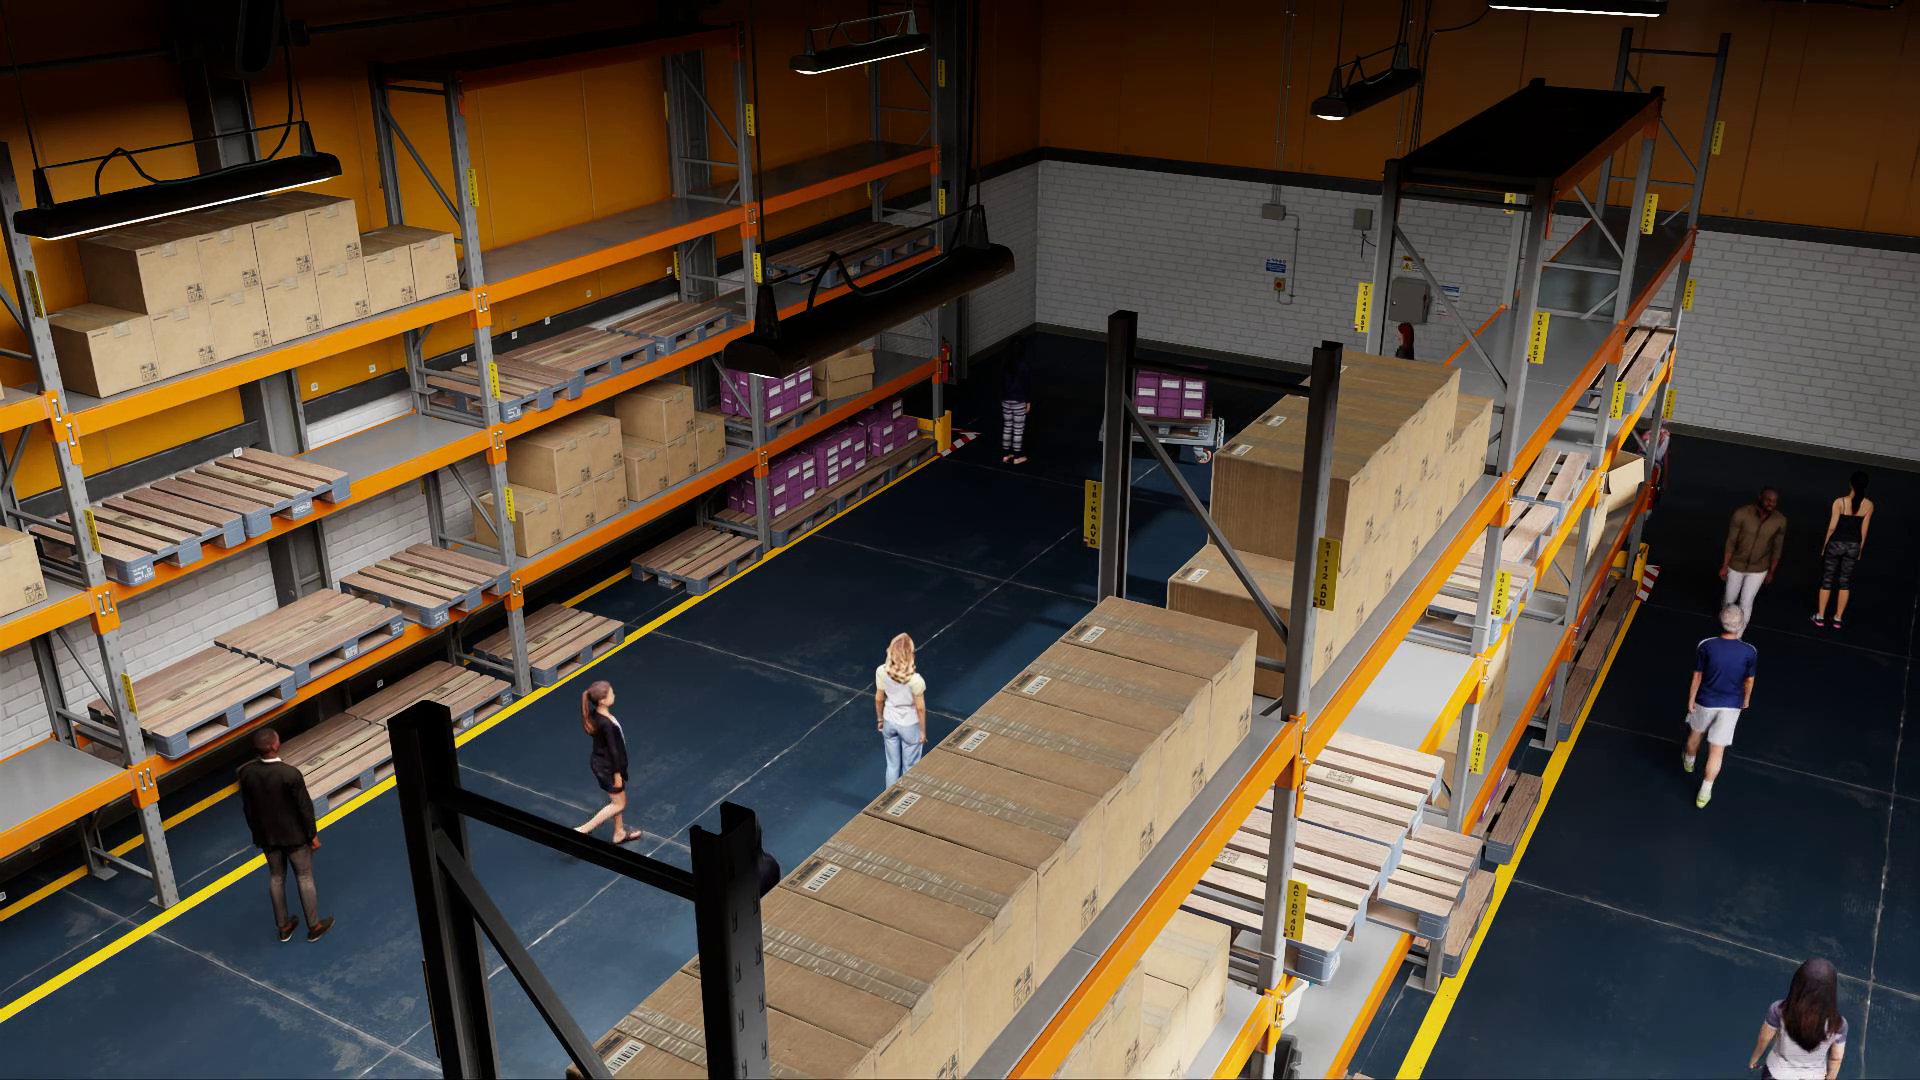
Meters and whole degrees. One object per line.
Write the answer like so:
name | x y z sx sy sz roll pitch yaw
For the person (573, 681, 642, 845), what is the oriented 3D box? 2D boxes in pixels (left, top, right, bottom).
person | -2.960 1.876 13.679 0.916 1.543 0.780 -12 26 -25

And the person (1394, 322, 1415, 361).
person | 6.020 -2.042 22.389 0.764 1.747 0.995 9 25 21

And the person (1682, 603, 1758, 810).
person | 6.520 1.463 14.310 0.736 1.795 1.098 10 26 22

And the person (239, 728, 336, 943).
person | -5.109 2.225 12.561 0.739 1.800 0.700 2 24 5

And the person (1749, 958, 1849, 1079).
person | 5.090 3.338 10.158 0.734 1.684 0.986 6 24 15

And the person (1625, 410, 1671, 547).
person | 7.935 -0.739 19.376 0.763 1.772 0.815 -10 26 -22

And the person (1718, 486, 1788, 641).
person | 8.068 0.256 17.065 0.825 1.800 1.008 8 25 18

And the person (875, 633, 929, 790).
person | -0.493 1.583 14.127 0.636 1.722 0.544 11 26 24

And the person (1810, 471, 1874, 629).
person | 9.302 0.099 17.522 0.629 1.721 0.640 3 24 7

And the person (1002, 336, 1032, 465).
person | 0.720 -1.864 21.999 0.608 1.732 0.536 16 28 32
